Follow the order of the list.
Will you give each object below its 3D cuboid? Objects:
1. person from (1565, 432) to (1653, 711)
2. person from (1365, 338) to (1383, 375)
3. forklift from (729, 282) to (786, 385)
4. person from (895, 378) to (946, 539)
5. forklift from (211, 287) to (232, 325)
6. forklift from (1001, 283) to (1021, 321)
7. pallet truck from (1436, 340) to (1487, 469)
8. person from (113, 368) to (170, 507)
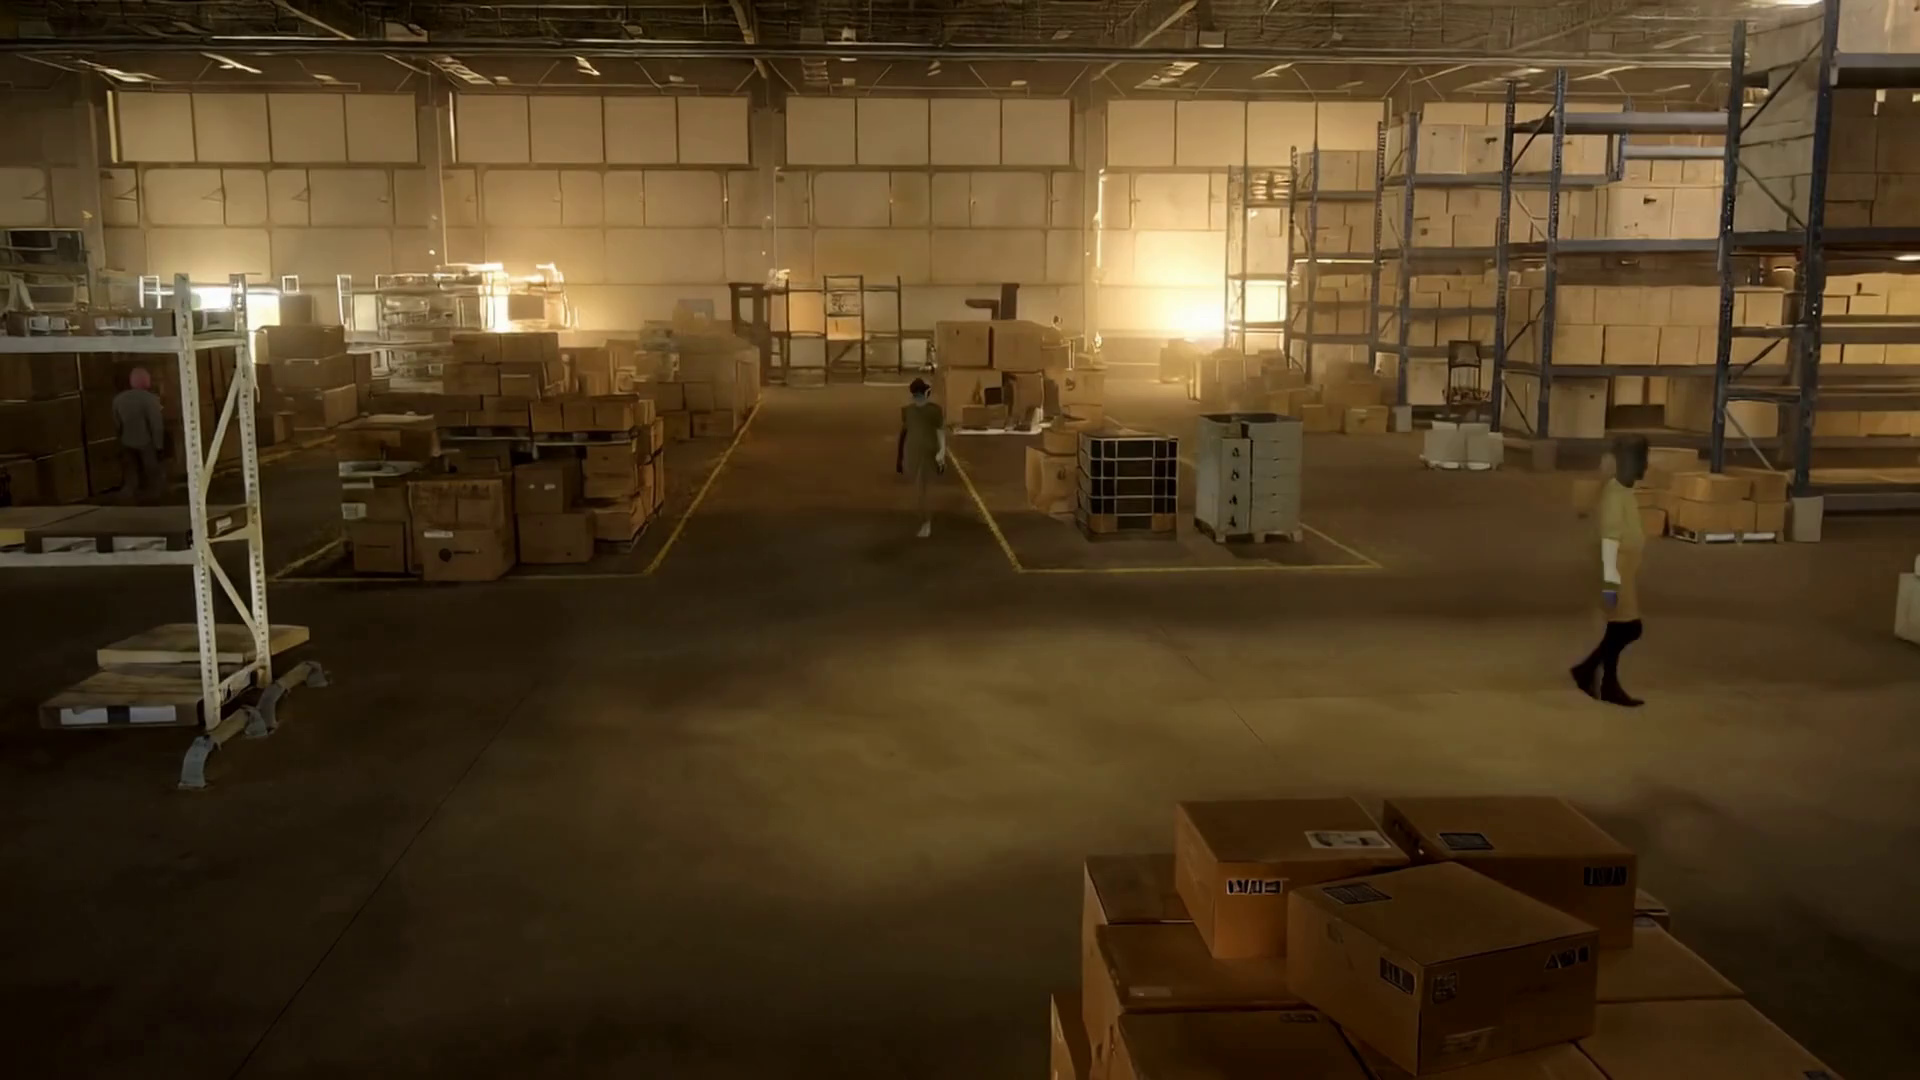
[{"bbox_3d":[4.562,0.224,11.506,0.426,1.955,0.630,5,10,28],"label":"person"},{"bbox_3d":[9.313,-3.743,37.410,0.309,1.641,0.514,-6,11,-35],"label":"person"},{"bbox_3d":[-5.792,-5.604,45.219,1.129,2.768,1.873,-9,13,-44],"label":"forklift"},{"bbox_3d":[-0.478,-0.930,19.076,0.573,1.848,0.642,3,10,19],"label":"person"},{"bbox_3d":[-16.813,-4.456,38.009,1.873,2.768,1.129,-5,10,-30],"label":"forklift"},{"bbox_3d":[1.178,-4.727,39.712,1.873,2.768,1.129,-1,9,-4],"label":"forklift"},{"bbox_3d":[8.004,-2.170,26.422,0.823,1.965,1.885,2,9,14],"label":"pallet truck"},{"bbox_3d":[-9.854,-1.119,20.099,0.644,1.906,0.849,0,9,3],"label":"person"}]
